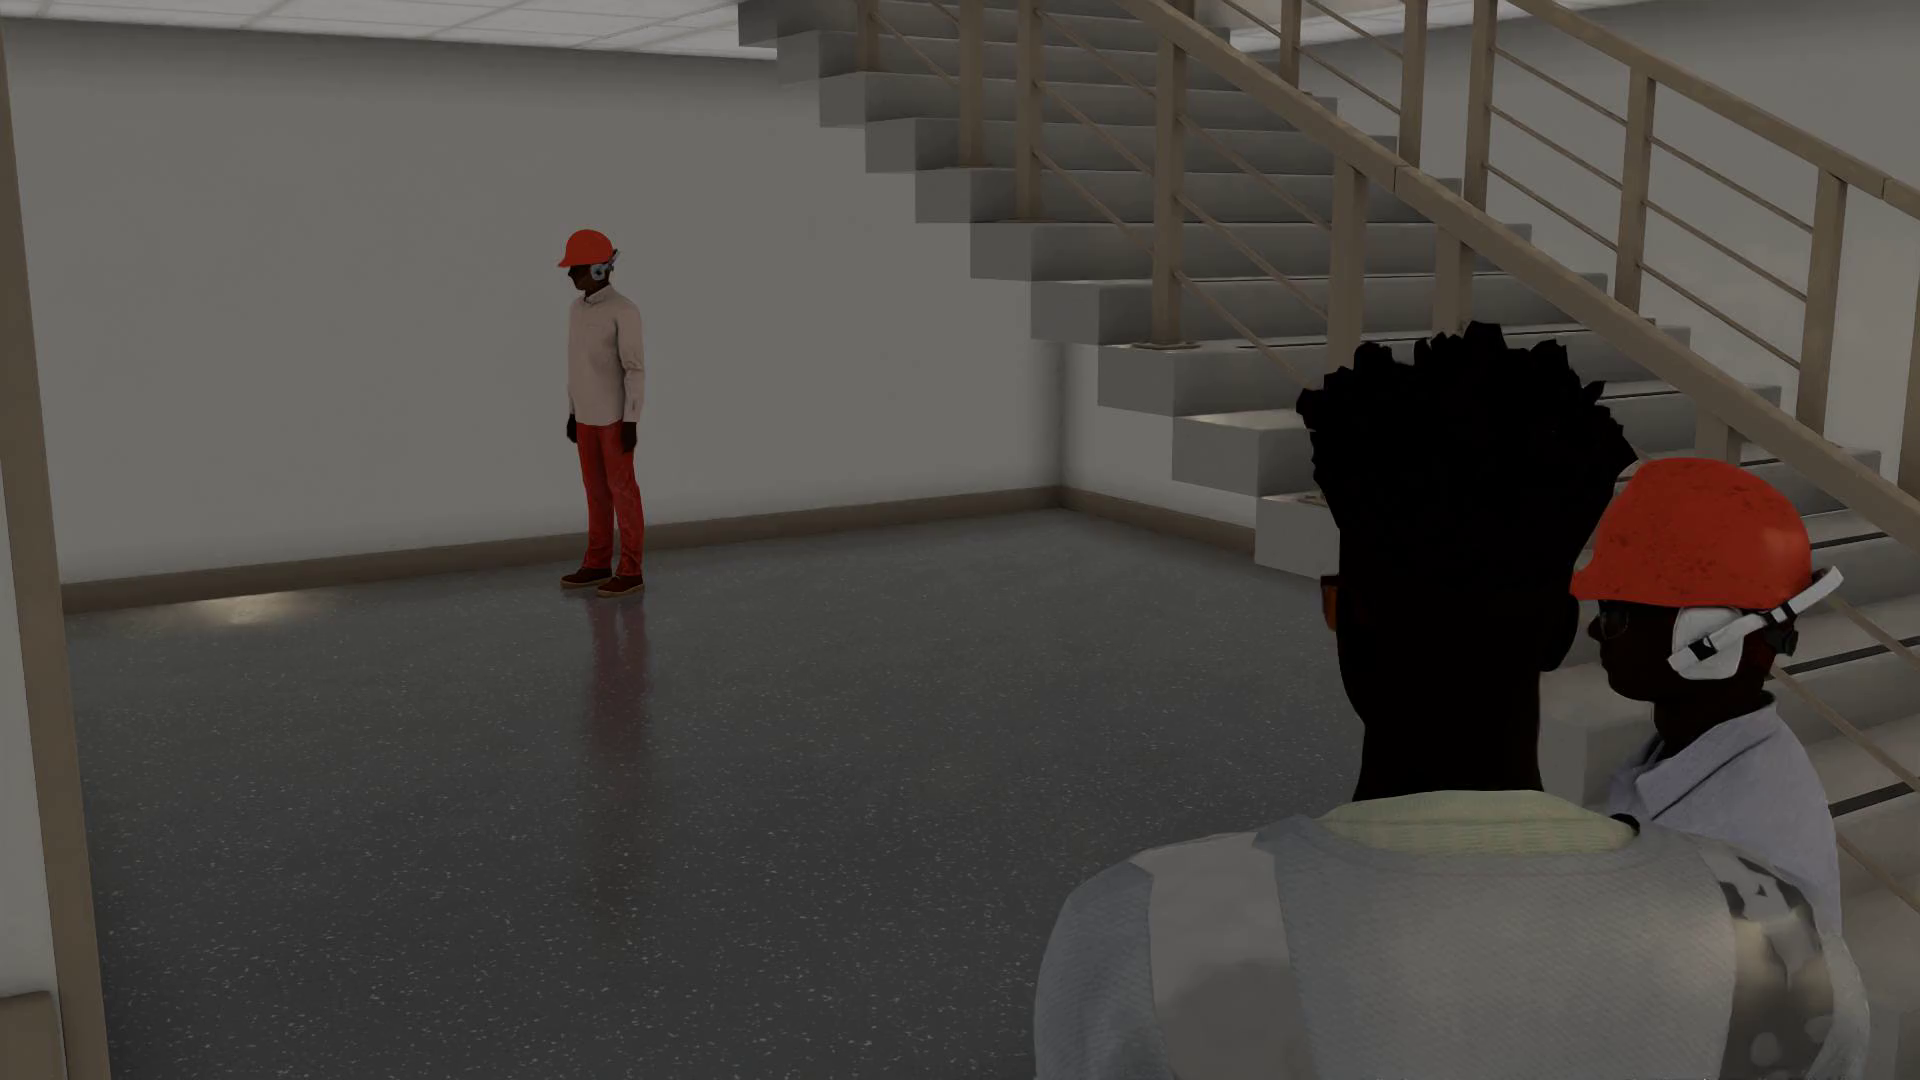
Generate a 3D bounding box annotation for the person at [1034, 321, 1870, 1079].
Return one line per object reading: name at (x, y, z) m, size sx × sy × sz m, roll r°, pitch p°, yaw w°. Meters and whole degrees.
person at (0.338, 0.816, 1.297) m, size 0.615 × 1.952 × 0.386 m, roll -2°, pitch 11°, yaw -8°

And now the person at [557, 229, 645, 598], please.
person at (-1.959, -0.683, 9.071) m, size 0.391 × 1.989 × 0.610 m, roll -11°, pitch 15°, yaw -44°

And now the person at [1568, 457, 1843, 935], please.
person at (0.863, 0.769, 2.058) m, size 0.342 × 1.751 × 0.564 m, roll 4°, pitch 11°, yaw 19°
